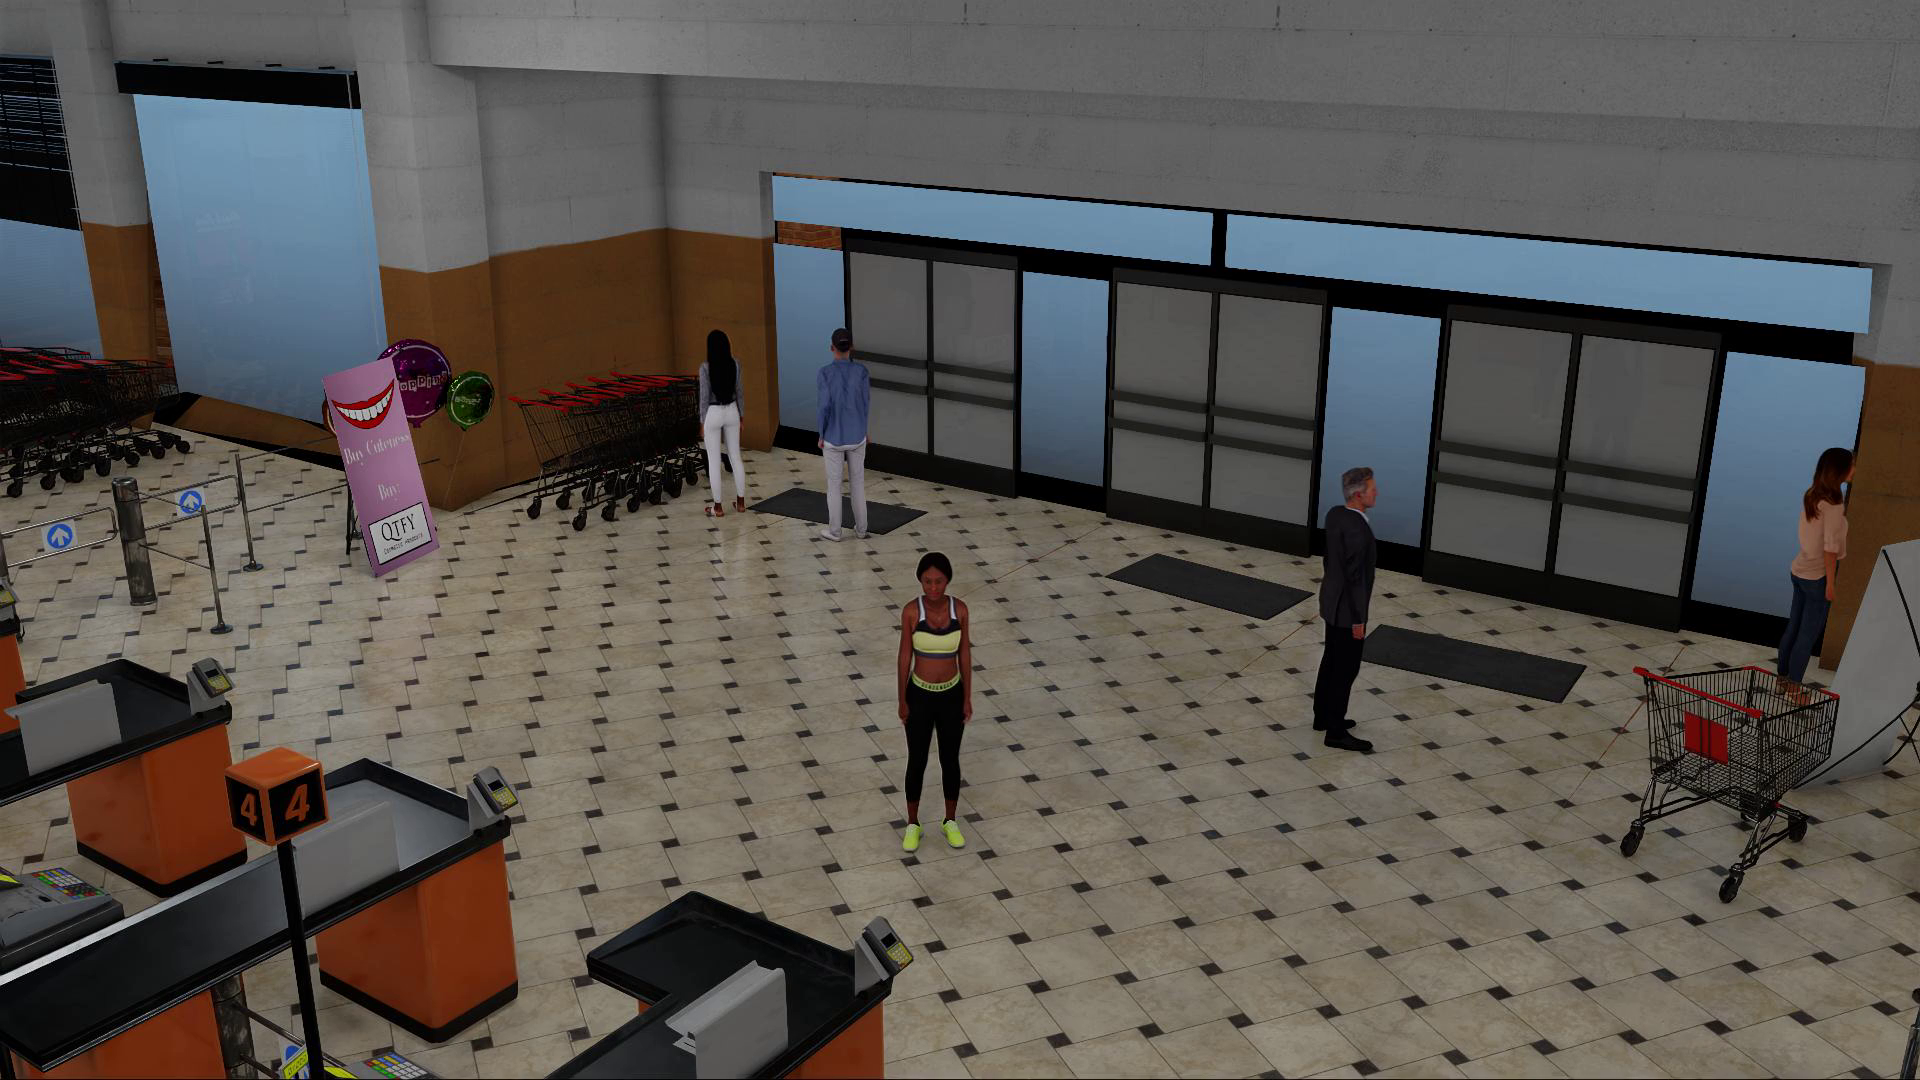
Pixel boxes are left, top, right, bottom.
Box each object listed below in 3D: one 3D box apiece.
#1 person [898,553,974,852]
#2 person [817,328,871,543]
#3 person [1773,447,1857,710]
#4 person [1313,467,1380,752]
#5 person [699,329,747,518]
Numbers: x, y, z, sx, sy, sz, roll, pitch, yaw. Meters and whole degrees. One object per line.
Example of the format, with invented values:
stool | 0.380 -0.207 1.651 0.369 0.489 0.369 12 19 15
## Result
person | -0.140 0.894 9.301 0.640 1.754 0.694 -3 19 -8
person | -1.009 -0.914 14.452 0.690 1.889 0.803 -8 20 -23
person | 5.736 0.241 11.177 0.731 1.792 0.617 2 19 6
person | 2.469 0.410 10.602 0.866 1.839 0.771 -1 19 -3
person | -2.182 -1.078 15.195 0.576 1.724 0.727 -12 22 -31
